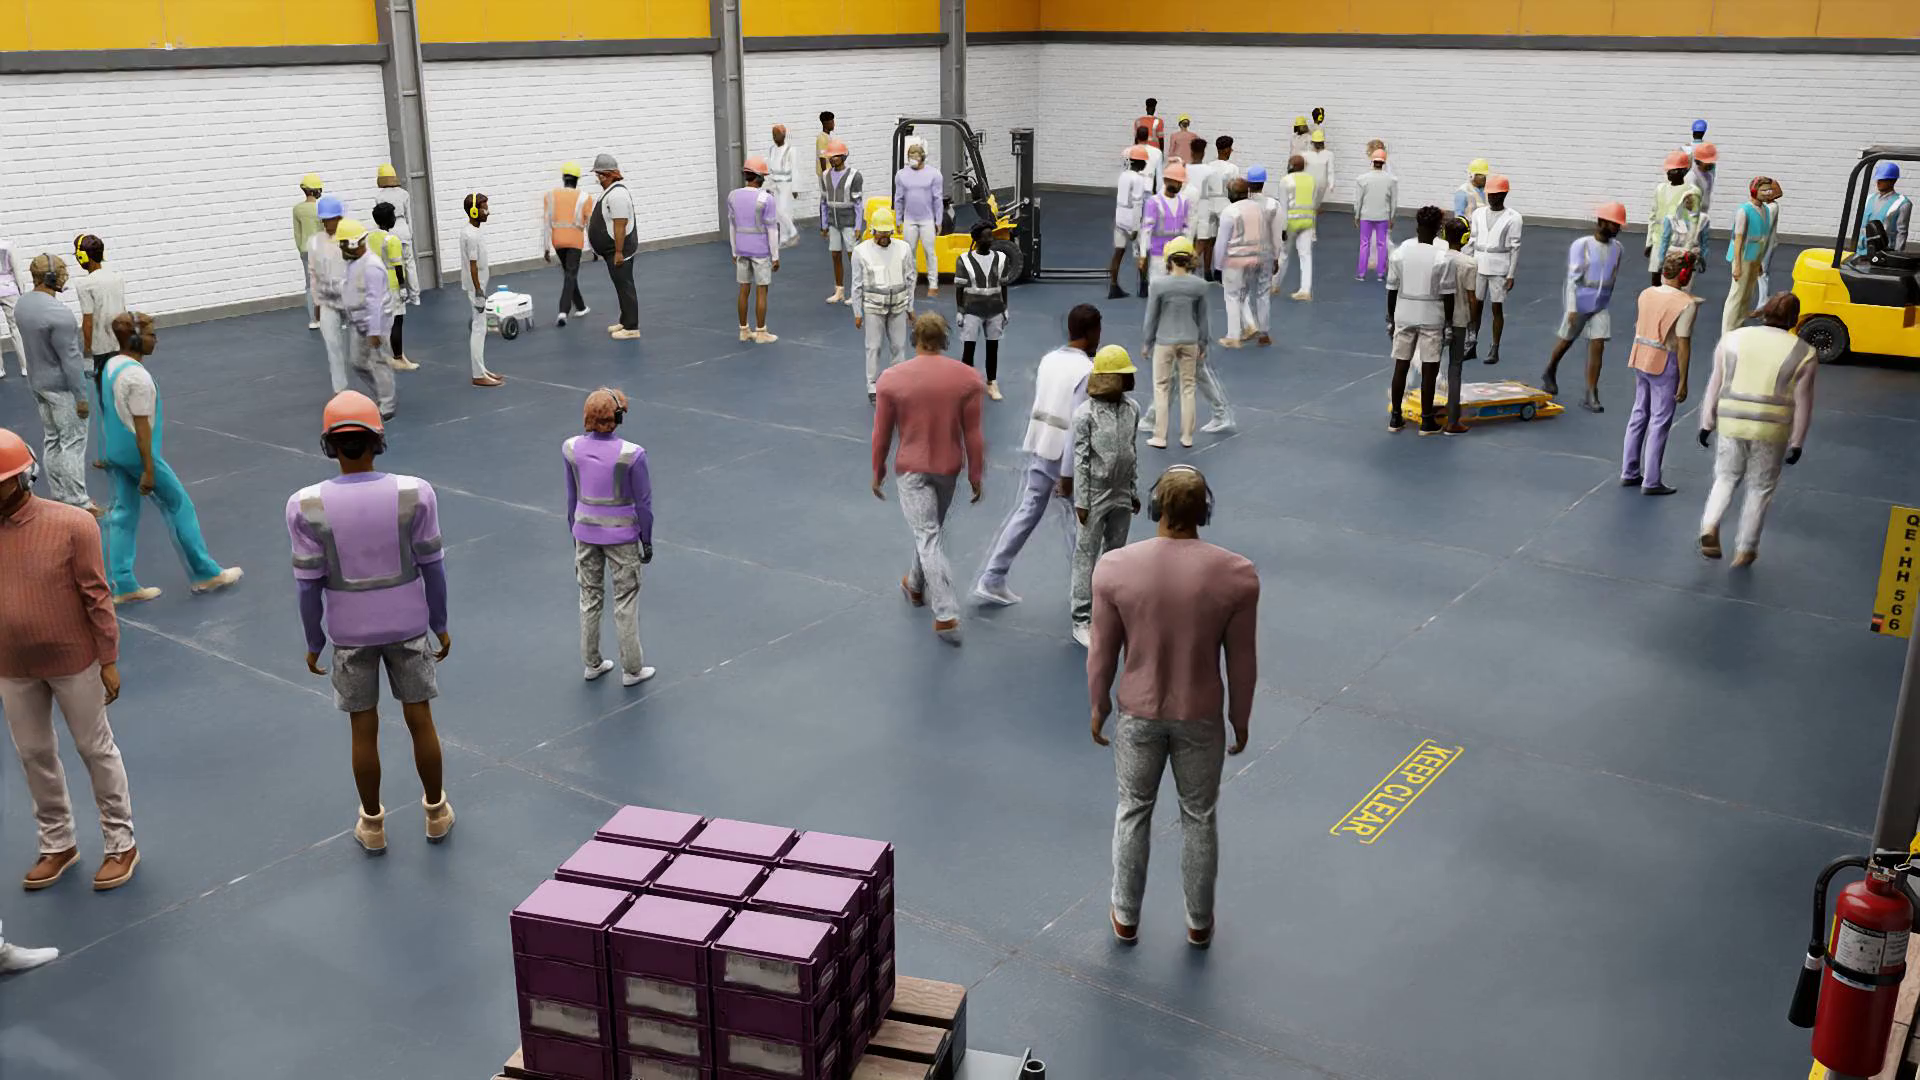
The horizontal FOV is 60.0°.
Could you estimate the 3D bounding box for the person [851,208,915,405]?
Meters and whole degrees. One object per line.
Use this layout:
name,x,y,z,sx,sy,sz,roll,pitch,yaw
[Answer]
person,-0.701,-2.149,15.342,0.603,1.820,0.403,-7,19,-20

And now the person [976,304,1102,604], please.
person,0.568,-0.505,10.173,1.013,1.851,0.633,-10,20,-28

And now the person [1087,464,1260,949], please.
person,0.804,0.657,6.386,0.641,1.931,0.375,2,18,8

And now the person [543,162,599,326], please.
person,-4.565,-3.452,19.389,0.596,1.849,1.040,2,18,7

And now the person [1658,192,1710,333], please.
person,8.110,-3.123,18.696,0.532,1.630,0.331,2,18,5

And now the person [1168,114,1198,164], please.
person,3.976,-6.731,29.775,0.532,1.756,0.344,-3,18,-9

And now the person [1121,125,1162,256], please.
person,2.676,-5.155,24.608,0.611,1.899,0.444,1,18,2

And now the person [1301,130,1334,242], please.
person,5.659,-5.666,26.507,0.521,1.717,0.933,-1,18,-4

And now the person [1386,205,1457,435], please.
person,3.944,-1.875,14.249,0.604,1.961,0.364,12,21,32

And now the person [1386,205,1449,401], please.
person,4.248,-2.124,15.201,0.598,1.846,0.829,-7,19,-21

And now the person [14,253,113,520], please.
person,-6.361,-1.063,11.776,0.636,1.928,0.386,12,22,34

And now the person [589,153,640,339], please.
person,-3.854,-3.279,18.514,0.540,2.000,0.689,-5,18,-14

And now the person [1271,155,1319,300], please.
person,4.235,-3.970,21.114,0.642,1.768,0.980,-7,19,-21

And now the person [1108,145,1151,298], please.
person,2.226,-4.010,21.016,0.801,1.901,0.559,-10,20,-28

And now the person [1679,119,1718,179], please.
person,11.114,-5.375,25.215,0.603,1.949,0.389,-1,18,-2

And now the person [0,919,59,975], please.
person,-3.872,0.778,6.093,0.692,1.882,0.647,-8,19,-23

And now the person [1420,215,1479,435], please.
person,4.207,-1.840,14.289,0.507,1.872,0.329,14,23,37

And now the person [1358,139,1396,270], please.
person,5.869,-4.665,23.194,0.487,1.819,0.557,11,21,31

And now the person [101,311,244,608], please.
person,-4.935,-0.512,10.238,0.539,1.811,0.863,14,22,37

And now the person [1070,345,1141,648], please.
person,0.849,-0.252,9.526,0.487,1.745,0.293,-14,22,-37

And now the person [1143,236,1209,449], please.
person,1.792,-1.635,13.832,0.541,1.758,0.354,-4,18,-12

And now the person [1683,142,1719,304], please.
person,8.988,-3.855,20.359,0.463,2.014,0.711,16,24,41

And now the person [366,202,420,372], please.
person,-5.762,-2.557,16.807,0.540,1.697,0.317,15,23,38

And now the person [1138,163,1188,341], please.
person,2.243,-3.189,18.408,0.776,1.937,0.515,-8,19,-24

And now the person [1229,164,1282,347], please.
person,3.174,-3.064,17.986,0.602,1.950,0.384,6,19,17

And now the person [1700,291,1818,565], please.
person,5.144,-0.697,10.795,0.655,1.822,0.557,15,23,39

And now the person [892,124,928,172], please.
person,-0.806,-5.793,26.563,0.594,1.922,0.386,-5,18,-15

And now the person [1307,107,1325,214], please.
person,6.322,-6.759,29.693,0.309,1.859,0.534,-11,21,-31

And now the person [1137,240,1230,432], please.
person,1.937,-1.738,14.281,0.896,1.676,0.496,2,18,6

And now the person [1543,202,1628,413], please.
person,5.781,-2.190,15.370,0.573,1.886,0.997,-2,18,-6

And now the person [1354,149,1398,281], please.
person,5.586,-4.373,22.399,0.564,1.751,0.330,2,18,6

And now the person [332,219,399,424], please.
person,-5.176,-1.901,14.576,0.614,1.807,0.414,16,23,40
